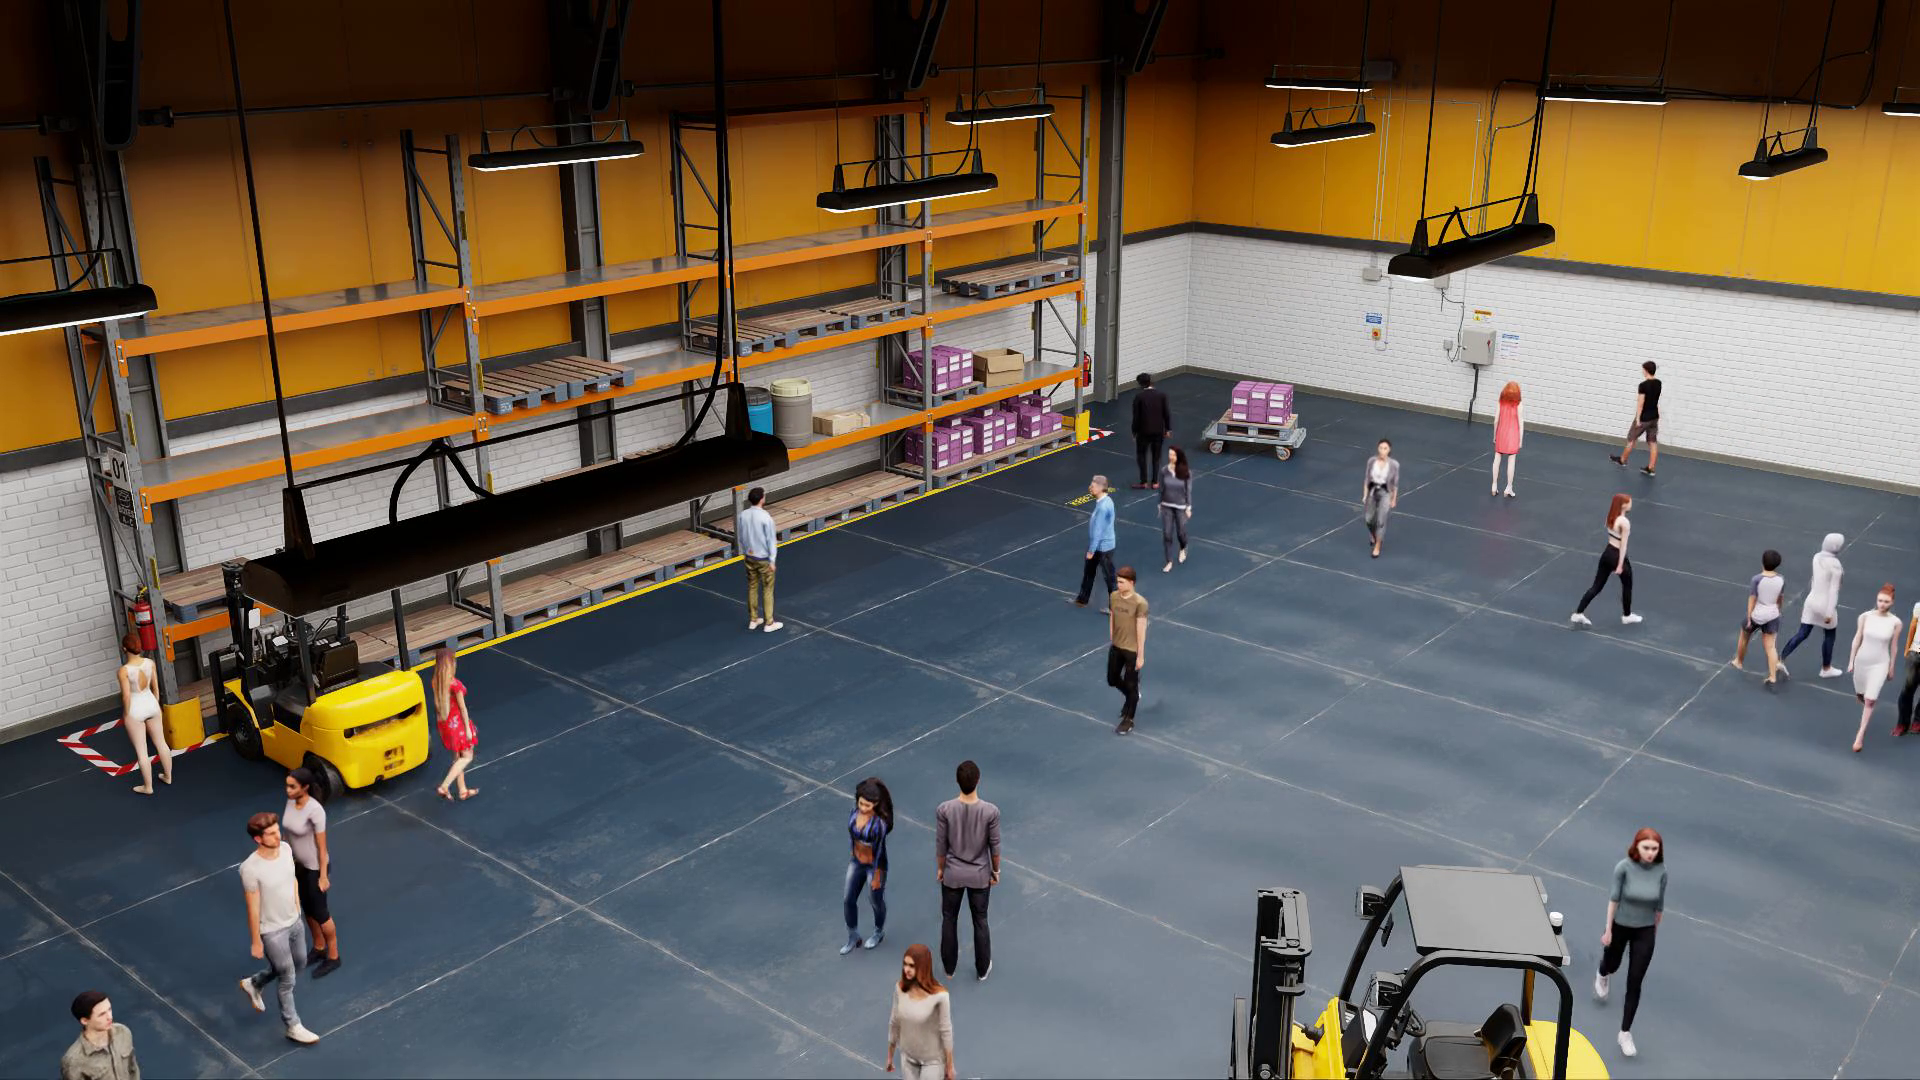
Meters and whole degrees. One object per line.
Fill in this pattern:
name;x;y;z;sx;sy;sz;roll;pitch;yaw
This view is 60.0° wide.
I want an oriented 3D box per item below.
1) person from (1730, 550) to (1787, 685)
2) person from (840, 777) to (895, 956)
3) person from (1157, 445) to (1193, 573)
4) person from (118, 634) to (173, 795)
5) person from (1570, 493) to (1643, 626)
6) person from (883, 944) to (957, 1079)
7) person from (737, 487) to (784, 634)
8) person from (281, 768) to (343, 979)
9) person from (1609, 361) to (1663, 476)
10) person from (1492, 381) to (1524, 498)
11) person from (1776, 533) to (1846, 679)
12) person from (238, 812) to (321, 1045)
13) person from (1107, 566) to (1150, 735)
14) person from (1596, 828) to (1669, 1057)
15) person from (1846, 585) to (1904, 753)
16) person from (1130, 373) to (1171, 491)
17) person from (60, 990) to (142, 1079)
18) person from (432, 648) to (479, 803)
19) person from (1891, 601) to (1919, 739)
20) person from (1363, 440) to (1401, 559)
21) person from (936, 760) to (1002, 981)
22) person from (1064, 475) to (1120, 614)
person;9.133;0.897;18.832;0.961;1.524;1.095;1;19;2
person;-0.681;2.637;13.549;0.637;1.599;0.647;17;25;41
person;2.920;-0.447;22.462;0.757;1.756;0.841;6;20;18
person;-8.010;1.685;16.305;0.649;1.644;0.483;9;21;26
person;7.921;0.284;20.381;1.224;1.697;1.084;-3;19;-10
person;-0.202;3.406;11.107;0.644;1.700;0.610;11;22;30
person;-2.458;0.230;20.363;0.697;1.811;0.596;12;22;31
person;-5.210;2.617;13.384;0.624;1.743;0.608;13;23;34
person;11.125;-1.934;26.771;1.155;1.823;1.071;-7;20;-20
person;8.448;-1.566;25.671;0.588;1.828;0.493;15;24;38
person;9.660;0.779;18.843;1.203;1.741;1.070;-4;19;-13
person;-5.173;2.868;12.427;0.954;1.877;1.026;6;19;17
person;1.834;1.133;17.640;0.660;1.839;0.760;15;24;37
person;5.014;2.923;12.518;0.962;1.716;1.190;3;19;8
person;9.482;1.298;17.264;0.581;1.766;1.069;14;23;37
person;2.994;-1.703;26.035;0.847;1.855;0.933;2;19;5
person;-5.319;3.612;10.265;0.977;1.848;1.065;6;20;18
person;-4.942;1.826;15.990;0.611;1.579;0.759;13;23;34
person;10.239;1.202;17.523;0.650;1.782;0.873;14;23;37
person;5.838;-0.598;23.045;0.687;1.669;0.726;10;21;28
person;0.048;2.624;13.196;0.732;1.849;0.762;0;19;1
person;1.888;0.072;20.874;1.076;1.786;1.040;-1;19;-2
